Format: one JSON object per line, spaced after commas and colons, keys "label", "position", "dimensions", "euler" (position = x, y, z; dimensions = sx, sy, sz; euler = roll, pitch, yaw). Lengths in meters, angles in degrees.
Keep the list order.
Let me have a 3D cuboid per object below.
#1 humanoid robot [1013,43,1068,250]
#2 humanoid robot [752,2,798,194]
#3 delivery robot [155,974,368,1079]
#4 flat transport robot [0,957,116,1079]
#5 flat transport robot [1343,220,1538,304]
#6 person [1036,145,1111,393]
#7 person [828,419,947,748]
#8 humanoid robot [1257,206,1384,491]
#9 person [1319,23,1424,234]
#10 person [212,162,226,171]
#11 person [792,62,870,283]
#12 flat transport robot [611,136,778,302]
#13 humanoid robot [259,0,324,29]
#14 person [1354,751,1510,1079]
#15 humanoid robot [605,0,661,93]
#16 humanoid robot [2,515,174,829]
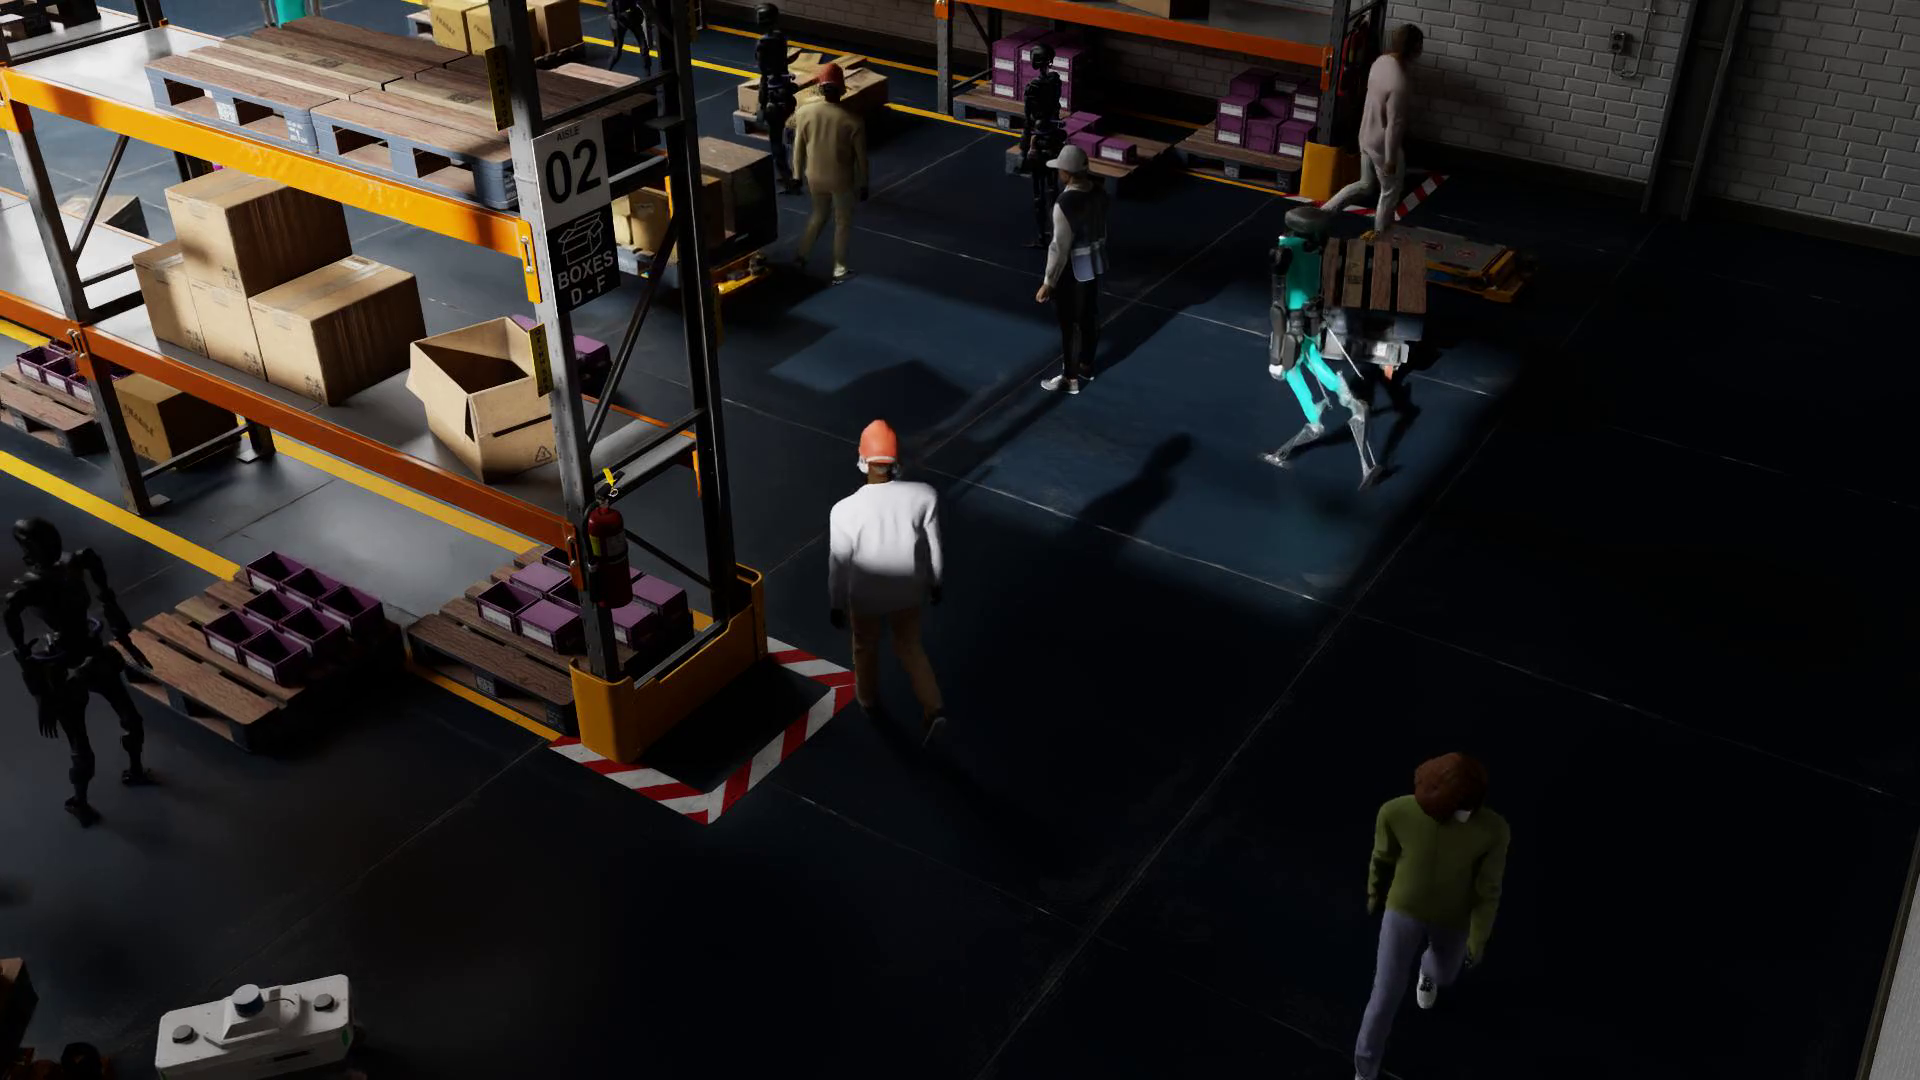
{"label": "humanoid robot", "position": [0.664, -3.187, 13.468], "dimensions": [0.315, 1.657, 0.599], "euler": [20, 38, 27]}
{"label": "humanoid robot", "position": [-1.599, -3.827, 14.472], "dimensions": [0.313, 1.655, 0.612], "euler": [10, 34, 15]}
{"label": "delivery robot", "position": [-2.743, 1.989, 6.546], "dimensions": [0.772, 0.585, 0.499], "euler": [-10, 34, -15]}
{"label": "flat transport robot", "position": [-4.073, 2.305, 6.330], "dimensions": [1.431, 0.231, 0.659], "euler": [-4, 33, -7]}
{"label": "flat transport robot", "position": [3.826, -2.243, 13.321], "dimensions": [1.431, 0.231, 0.659], "euler": [20, 38, 28]}
{"label": "person", "position": [0.775, -1.837, 11.331], "dimensions": [0.455, 1.756, 0.763], "euler": [21, 39, 29]}
{"label": "person", "position": [-0.340, 0.247, 8.164], "dimensions": [0.593, 1.718, 0.691], "euler": [-12, 35, -18]}
{"label": "humanoid robot", "position": [2.330, -1.118, 10.258], "dimensions": [0.969, 1.758, 0.551], "euler": [25, 41, 33]}
{"label": "person", "position": [3.263, -3.151, 13.226], "dimensions": [0.799, 1.909, 0.649], "euler": [-4, 33, -7]}
{"label": "person", "position": [-5.172, -2.499, 12.265], "dimensions": [0.529, 1.846, 0.326], "euler": [4, 33, 6]}
{"label": "person", "position": [-0.999, -2.790, 12.820], "dimensions": [0.598, 1.727, 0.490], "euler": [12, 35, 18]}
{"label": "flat transport robot", "position": [-2.247, -2.250, 13.331], "dimensions": [1.431, 0.231, 0.659], "euler": [21, 39, 29]}
{"label": "humanoid robot", "position": [-5.999, -4.346, 15.231], "dimensions": [0.539, 1.787, 0.925], "euler": [-13, 35, -20]}
{"label": "person", "position": [1.810, 1.434, 6.458], "dimensions": [0.482, 1.582, 0.809], "euler": [8, 34, 12]}
{"label": "humanoid robot", "position": [-3.424, -5.404, 16.936], "dimensions": [0.772, 1.635, 0.603], "euler": [19, 38, 27]}
{"label": "humanoid robot", "position": [-4.086, 0.585, 7.704], "dimensions": [0.360, 1.652, 0.589], "euler": [12, 35, 18]}
